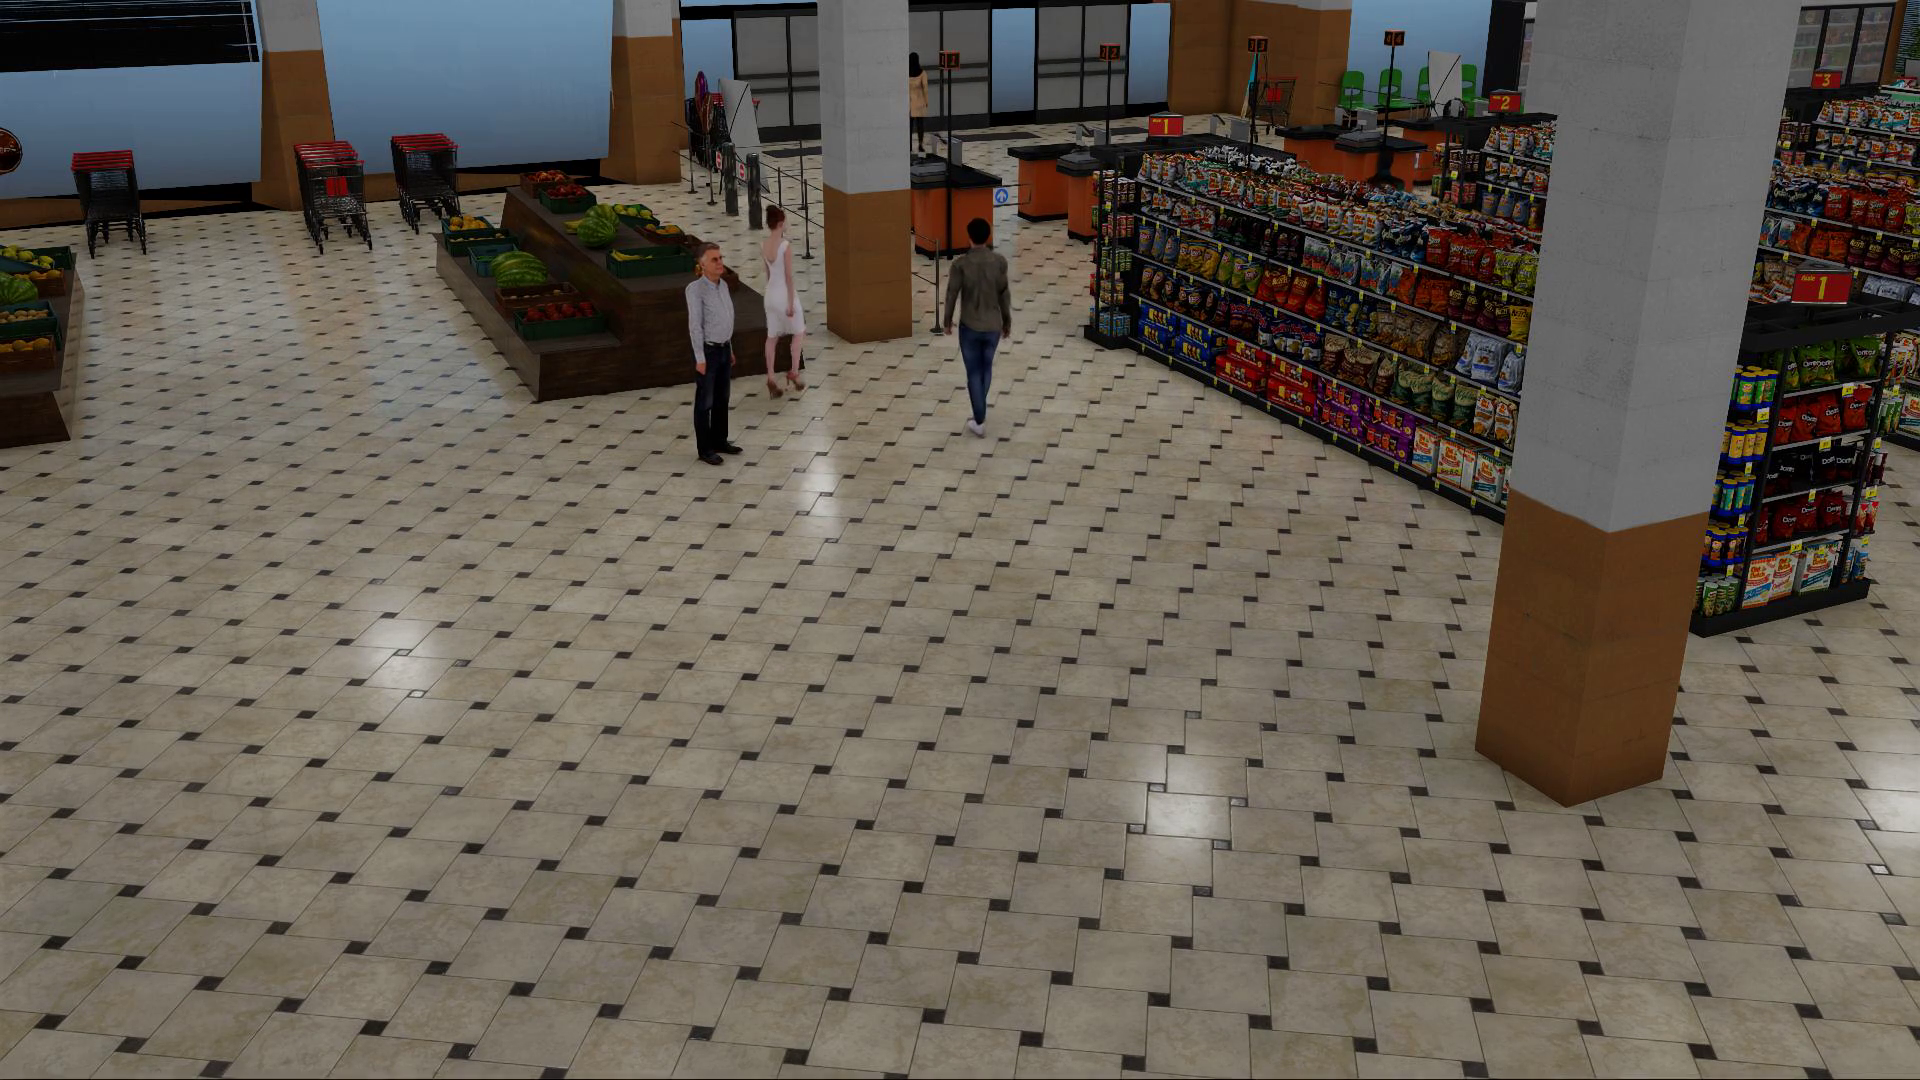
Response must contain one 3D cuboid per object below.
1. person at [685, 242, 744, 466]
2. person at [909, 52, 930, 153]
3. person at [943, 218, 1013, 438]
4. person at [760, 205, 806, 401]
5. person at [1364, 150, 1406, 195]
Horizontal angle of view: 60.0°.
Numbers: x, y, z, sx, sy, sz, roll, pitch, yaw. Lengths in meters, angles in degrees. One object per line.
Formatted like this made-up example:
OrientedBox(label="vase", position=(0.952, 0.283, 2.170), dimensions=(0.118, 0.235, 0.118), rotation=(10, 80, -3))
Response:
OrientedBox(label="person", position=(-2.038, -1.556, 13.670), dimensions=(0.766, 1.820, 0.741), rotation=(12, 25, 27))
OrientedBox(label="person", position=(-0.786, -7.610, 28.920), dimensions=(0.710, 1.682, 0.715), rotation=(3, 22, 7))
OrientedBox(label="person", position=(0.184, -1.789, 14.217), dimensions=(0.789, 1.843, 1.020), rotation=(-7, 23, -17))
OrientedBox(label="person", position=(-1.722, -2.140, 15.175), dimensions=(0.711, 1.780, 0.772), rotation=(18, 28, 37))
OrientedBox(label="person", position=(4.509, -3.242, 17.866), dimensions=(0.758, 1.819, 1.050), rotation=(-7, 23, -17))
